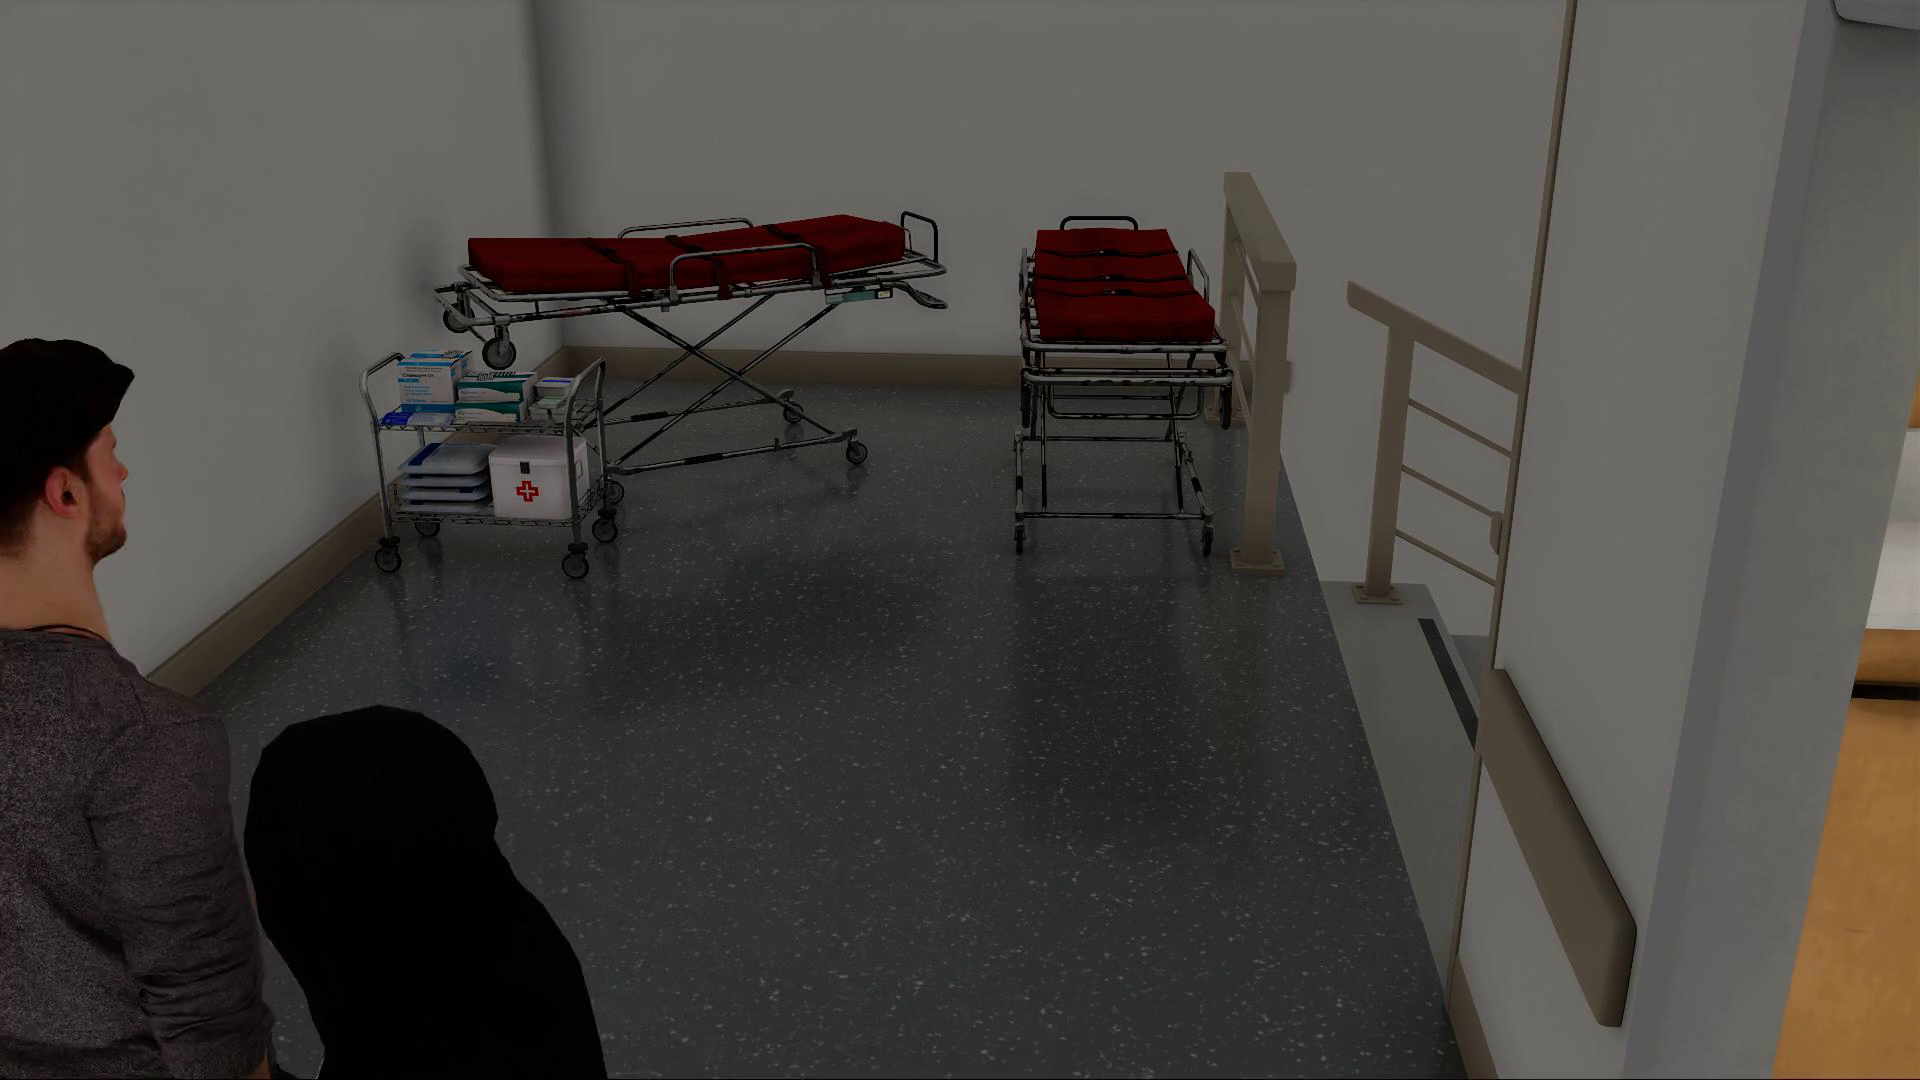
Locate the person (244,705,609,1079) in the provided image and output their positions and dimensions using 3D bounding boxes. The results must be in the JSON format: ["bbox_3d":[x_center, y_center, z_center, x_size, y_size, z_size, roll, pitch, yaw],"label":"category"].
[{"bbox_3d":[-0.431,0.920,1.903,0.844,1.598,0.826,-6,22,-15],"label":"person"}]

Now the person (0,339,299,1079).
[{"bbox_3d":[-1.049,0.718,2.014,0.787,1.897,0.751,9,22,22],"label":"person"}]
